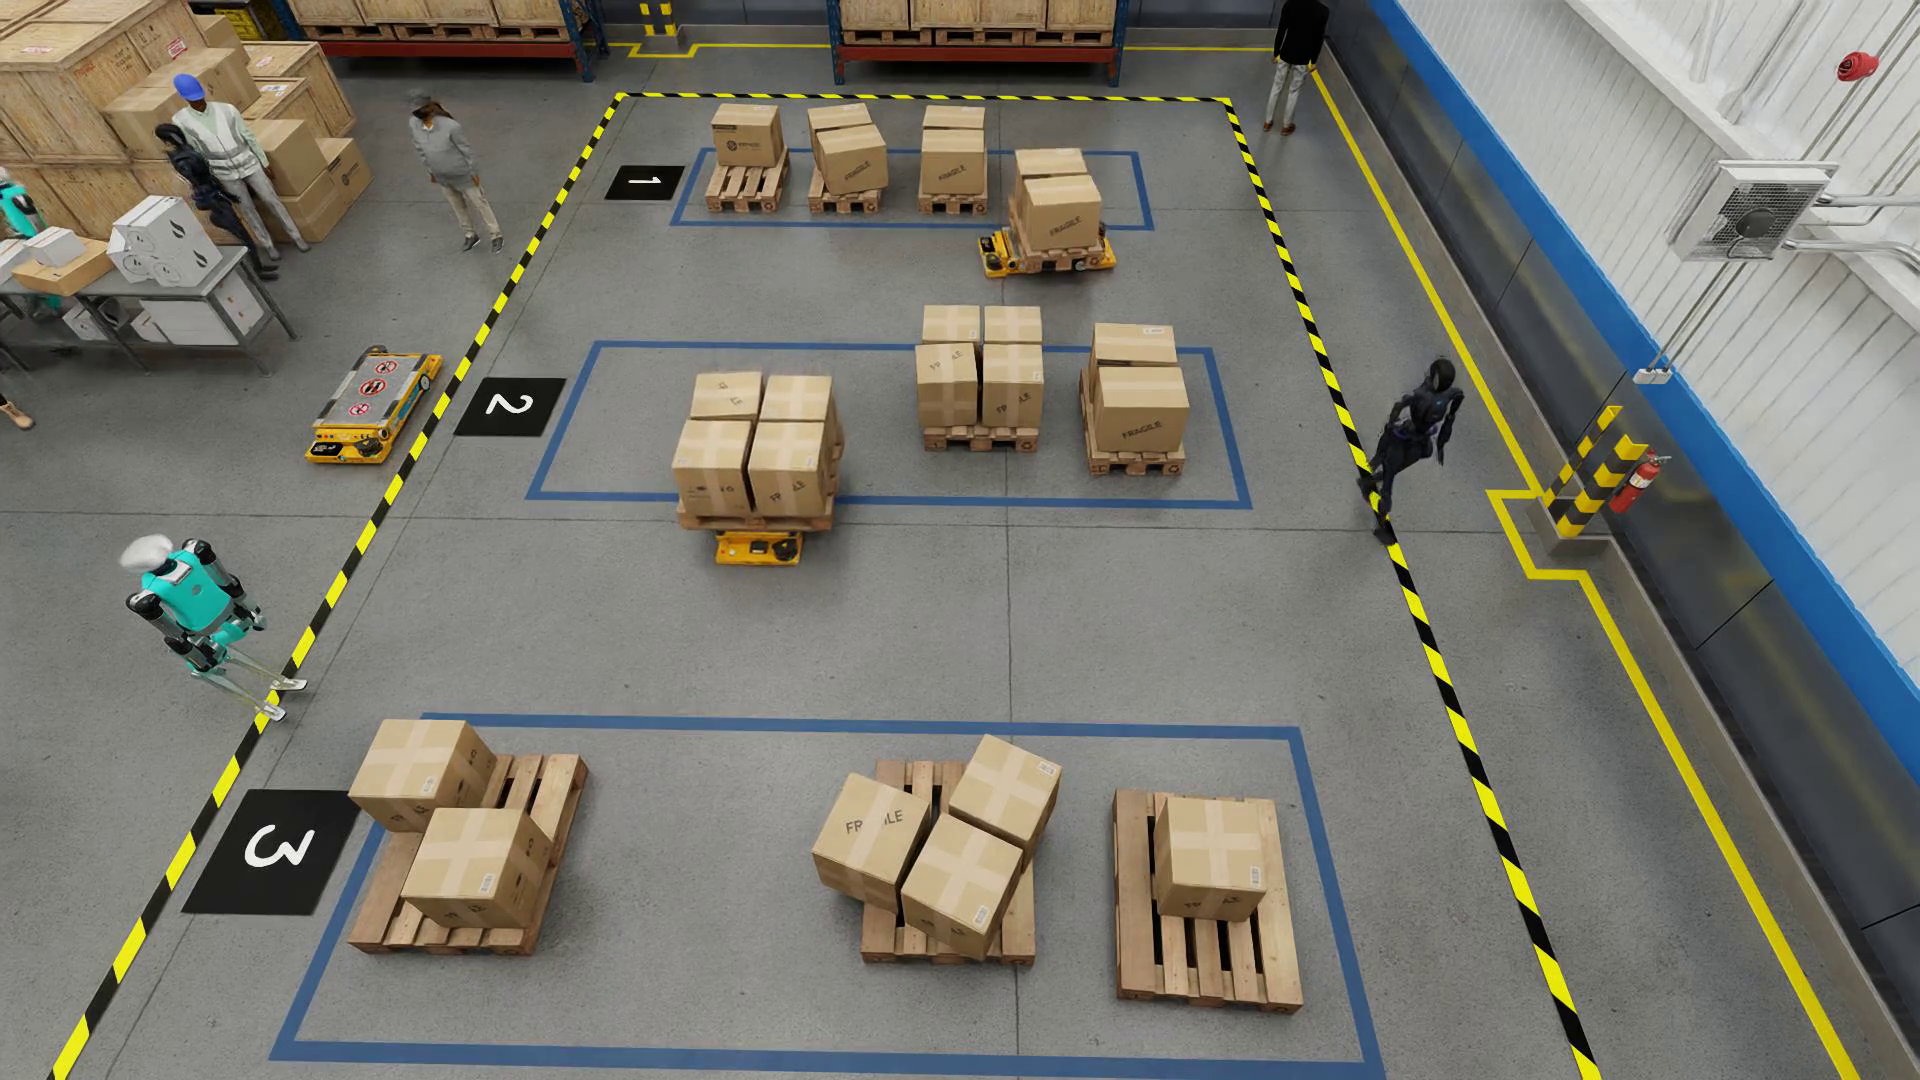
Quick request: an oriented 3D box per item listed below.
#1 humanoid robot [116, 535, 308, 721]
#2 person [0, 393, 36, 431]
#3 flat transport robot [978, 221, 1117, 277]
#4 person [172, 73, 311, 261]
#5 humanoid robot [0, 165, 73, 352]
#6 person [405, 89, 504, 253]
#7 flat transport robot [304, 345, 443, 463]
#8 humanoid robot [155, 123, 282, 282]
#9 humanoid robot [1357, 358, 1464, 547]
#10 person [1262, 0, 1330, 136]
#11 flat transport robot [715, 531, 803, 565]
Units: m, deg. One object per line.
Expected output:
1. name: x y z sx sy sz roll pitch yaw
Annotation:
1. humanoid robot: -4.864 0.556 5.850 0.735 1.673 0.533 9 50 8
2. person: -8.688 -1.619 7.587 0.413 2.034 0.601 35 58 26
3. flat transport robot: 0.951 -3.209 10.064 1.431 0.197 0.652 -6 50 -5
4. person: -7.512 -3.857 9.540 0.602 1.939 0.411 -31 56 -23
5. humanoid robot: -8.739 -2.499 8.546 0.575 1.798 0.929 32 57 24
6. person: -5.333 -3.868 9.658 0.571 1.764 0.403 5 50 4
7. flat transport robot: -5.383 -1.269 8.441 0.659 0.231 1.431 1 50 1
8. humanoid robot: -7.559 -3.442 9.354 0.339 1.656 0.602 -19 52 -16
9. humanoid robot: 3.496 -0.724 7.089 0.596 1.629 0.787 -7 50 -6
10. person: 4.176 -6.025 11.412 0.585 1.878 0.383 26 54 20
11. flat transport robot: -1.602 -0.400 7.687 0.652 0.197 1.431 1 50 1
